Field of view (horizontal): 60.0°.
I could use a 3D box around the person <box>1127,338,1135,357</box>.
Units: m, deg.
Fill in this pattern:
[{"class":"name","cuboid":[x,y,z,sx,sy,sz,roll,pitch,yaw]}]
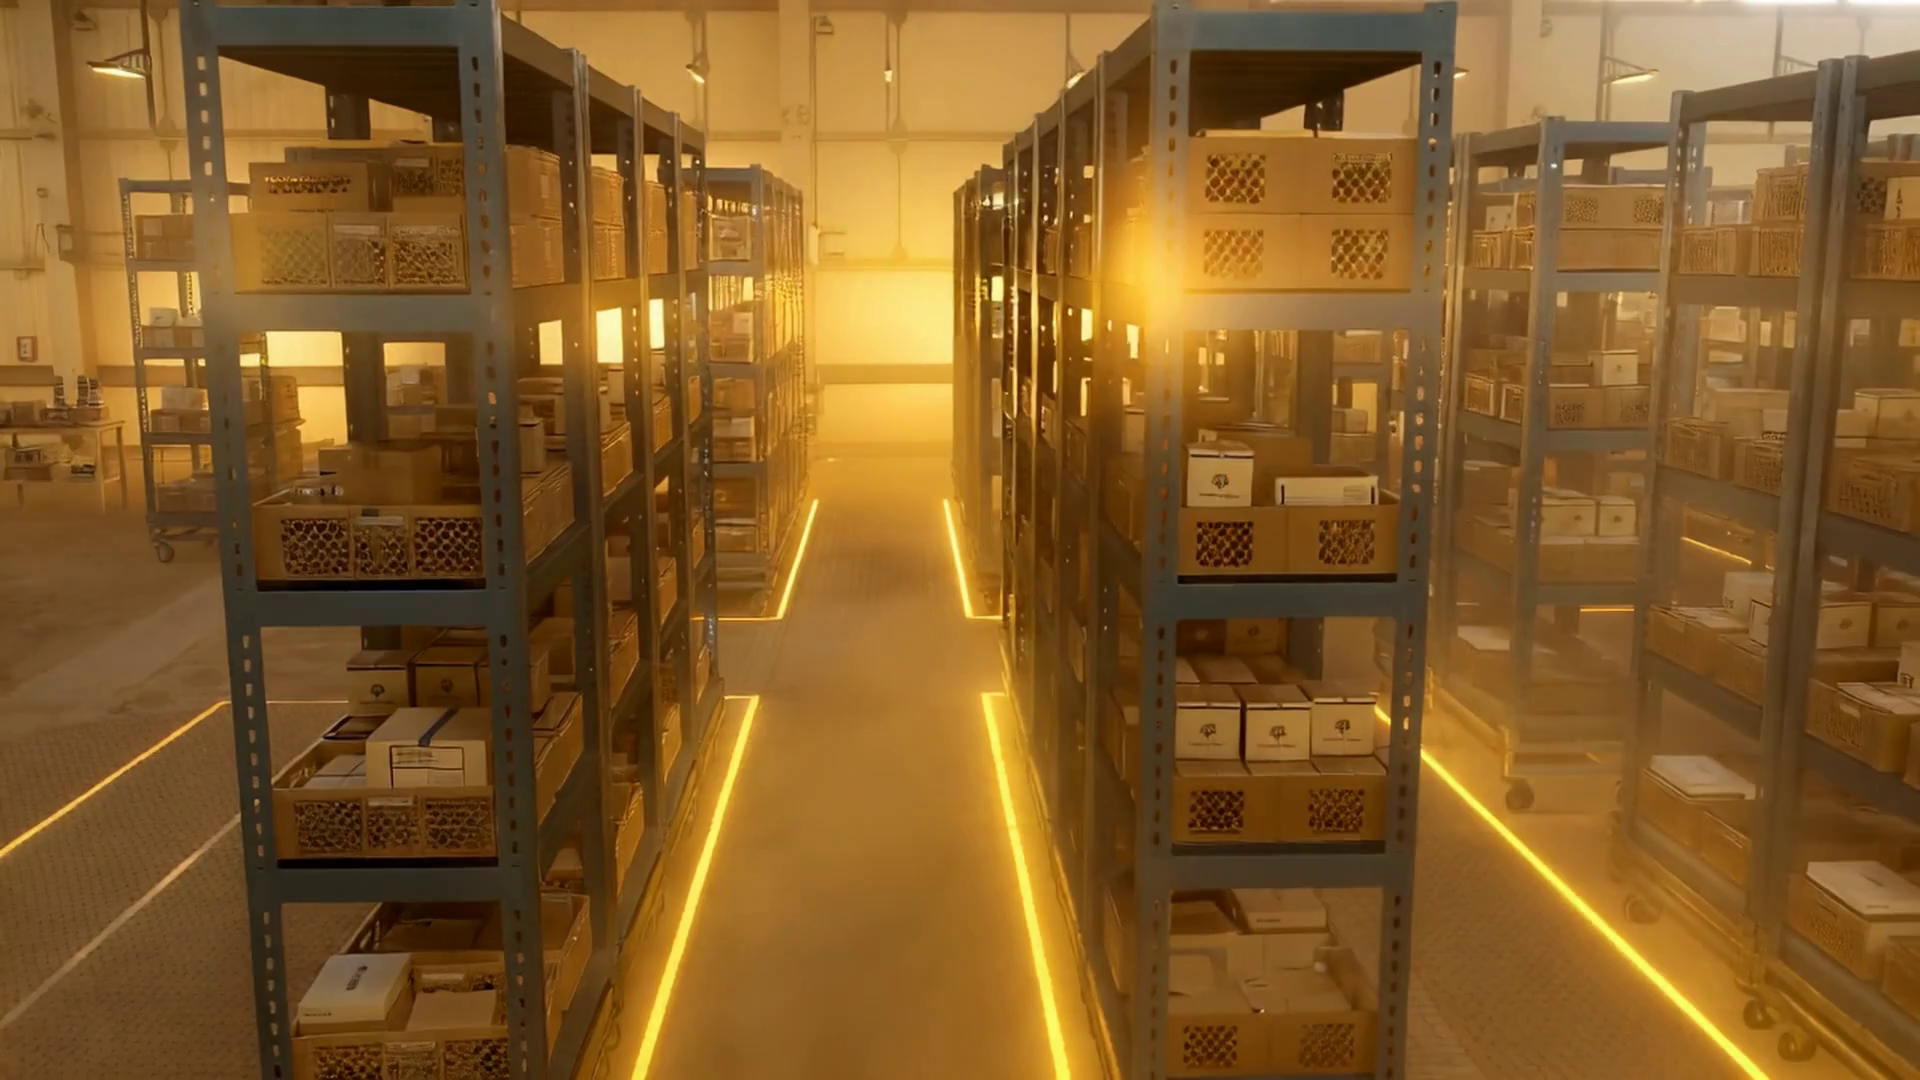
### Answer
[{"class":"person","cuboid":[2.177,-1.719,21.655,0.956,1.790,0.591,0,10,-1]}]
